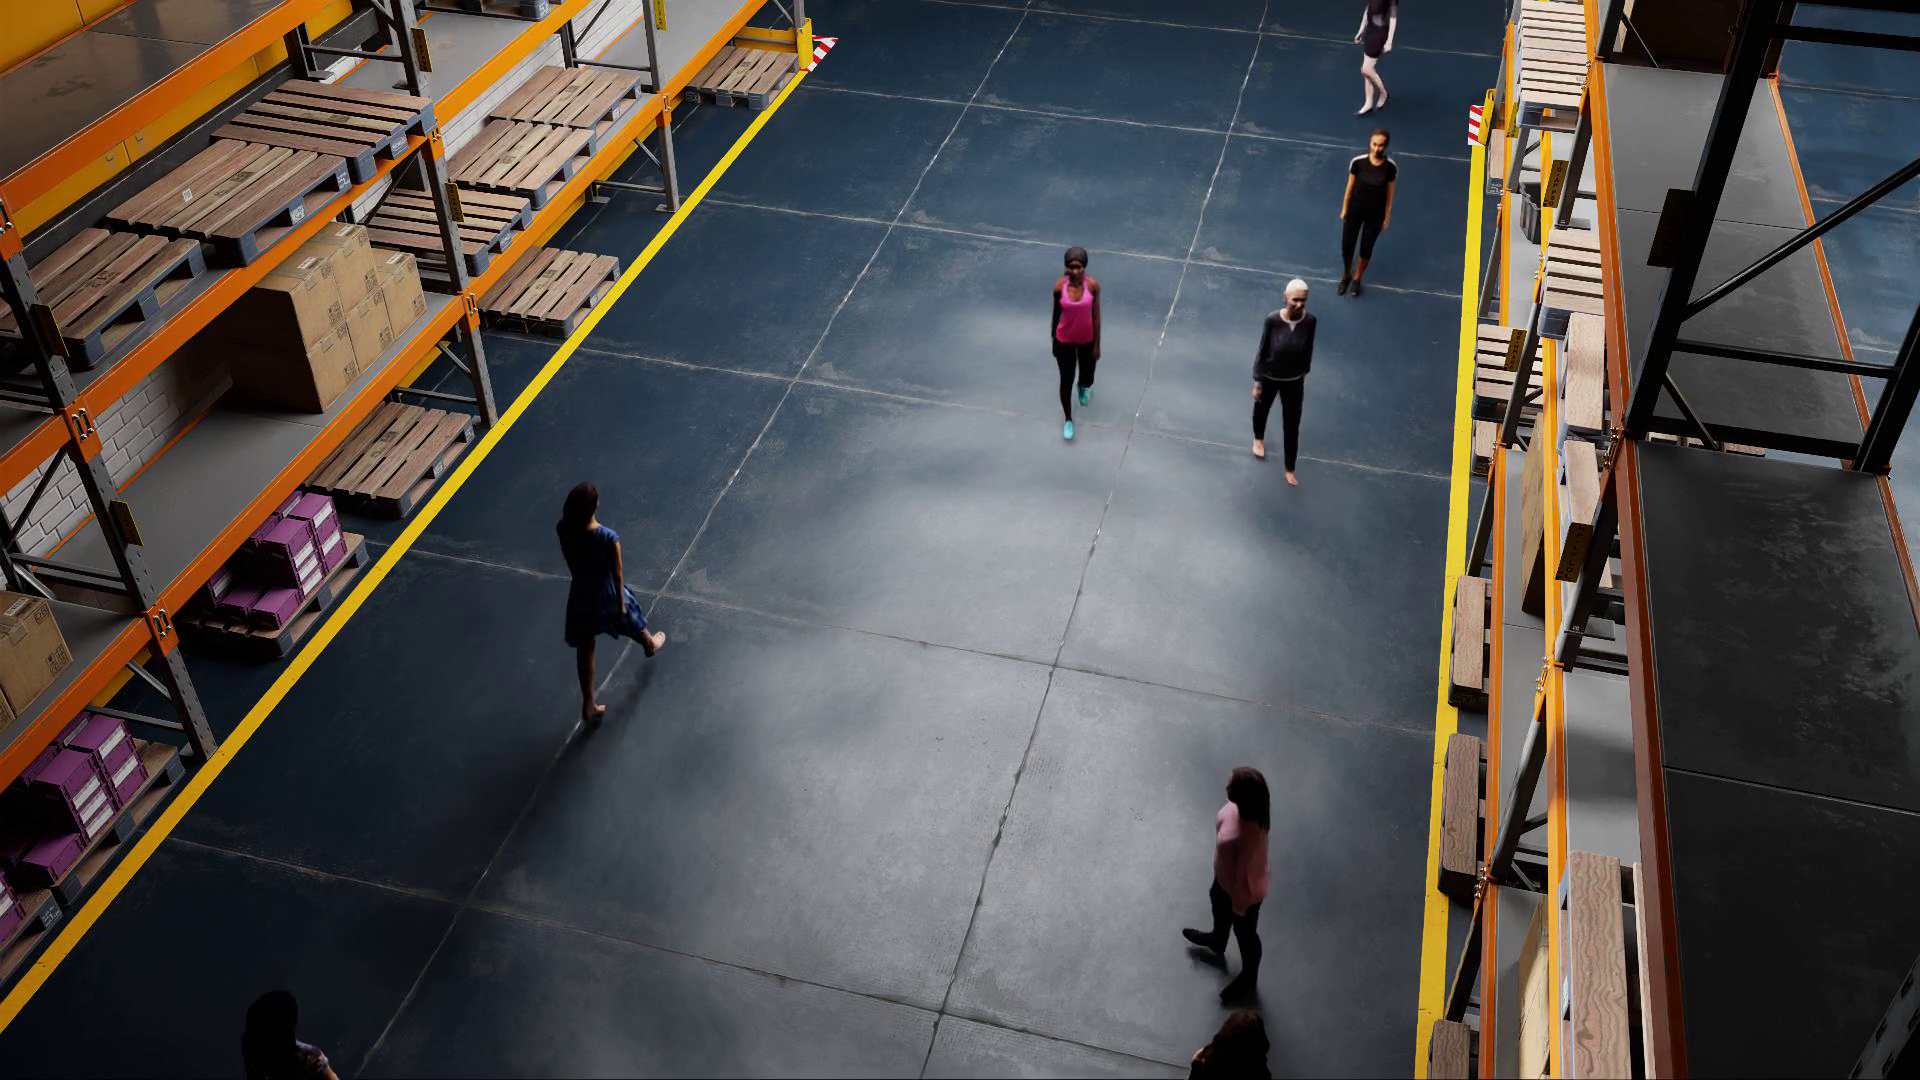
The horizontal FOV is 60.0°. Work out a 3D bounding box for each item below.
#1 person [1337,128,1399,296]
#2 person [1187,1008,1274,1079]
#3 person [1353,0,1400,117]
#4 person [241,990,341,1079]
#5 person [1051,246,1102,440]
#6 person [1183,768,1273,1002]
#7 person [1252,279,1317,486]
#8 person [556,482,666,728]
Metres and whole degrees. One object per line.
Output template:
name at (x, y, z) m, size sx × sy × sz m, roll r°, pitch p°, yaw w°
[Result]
person at (3.762, -3.064, 15.369) m, size 0.605 × 1.658 × 0.568 m, roll 12°, pitch 40°, yaw 14°
person at (1.212, 2.865, 7.889) m, size 0.595 × 1.728 × 1.010 m, roll 9°, pitch 39°, yaw 11°
person at (4.682, -5.554, 18.357) m, size 0.800 × 1.821 × 0.741 m, roll -12°, pitch 40°, yaw -15°
person at (-3.184, 2.816, 7.954) m, size 0.627 × 1.723 × 0.653 m, roll 10°, pitch 40°, yaw 12°
person at (0.949, -1.664, 13.572) m, size 0.673 × 1.713 × 0.870 m, roll 2°, pitch 39°, yaw 2°
person at (1.594, 1.864, 9.179) m, size 0.755 × 1.681 × 0.647 m, roll -2°, pitch 39°, yaw -3°
person at (2.523, -1.359, 13.206) m, size 0.784 × 1.693 × 1.060 m, roll 1°, pitch 39°, yaw 2°
person at (-2.400, 0.469, 10.876) m, size 0.662 × 1.743 × 1.157 m, roll 11°, pitch 40°, yaw 14°
